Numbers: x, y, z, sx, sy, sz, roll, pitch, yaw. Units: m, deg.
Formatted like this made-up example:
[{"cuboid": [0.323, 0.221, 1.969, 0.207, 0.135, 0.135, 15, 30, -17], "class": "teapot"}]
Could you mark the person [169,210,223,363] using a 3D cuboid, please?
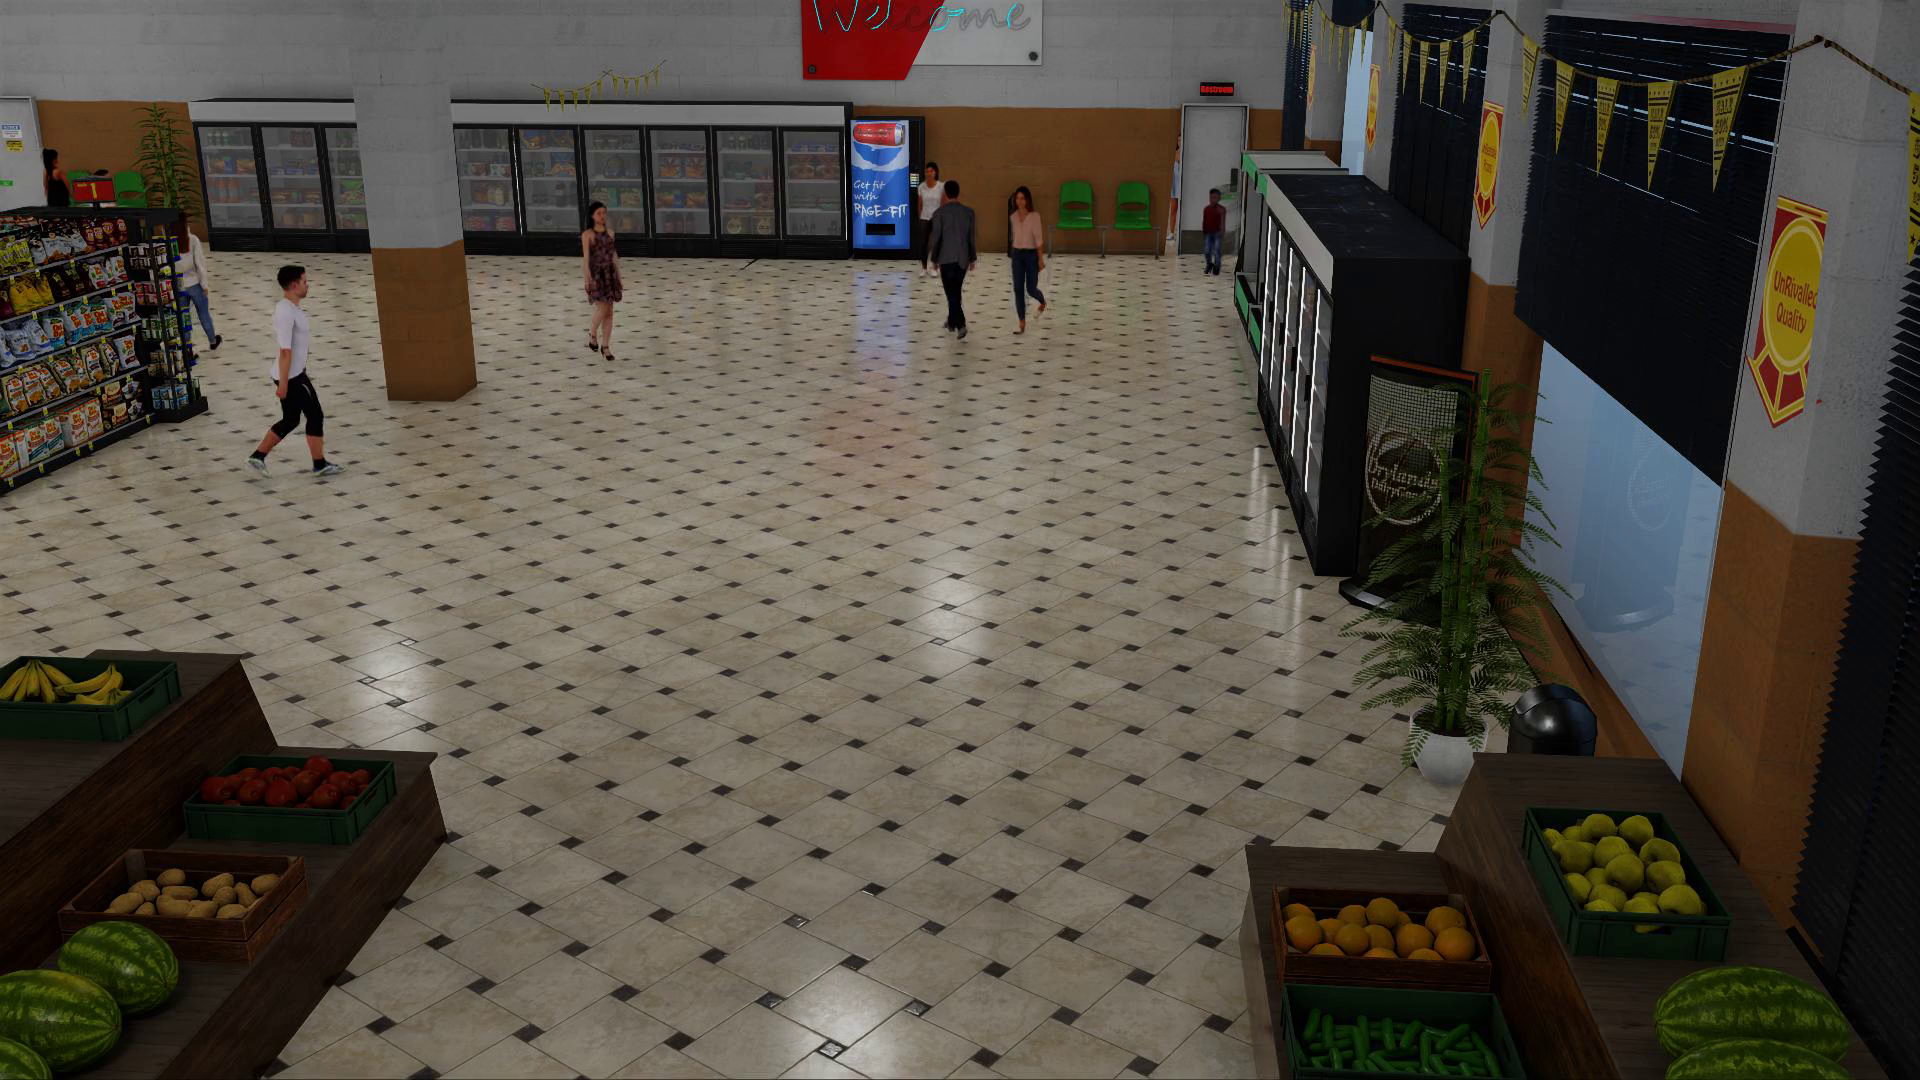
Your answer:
[{"cuboid": [-8.582, -2.771, 18.418, 0.776, 1.656, 1.090, -2, 19, -6], "class": "person"}]

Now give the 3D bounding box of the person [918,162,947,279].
[{"cuboid": [-0.377, -4.575, 23.809, 0.561, 1.629, 0.646, 2, 19, 6], "class": "person"}]

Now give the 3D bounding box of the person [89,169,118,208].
[{"cuboid": [-10.986, -3.817, 21.307, 0.840, 1.792, 0.821, -3, 19, -9], "class": "person"}]

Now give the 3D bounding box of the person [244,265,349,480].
[{"cuboid": [-5.722, -1.369, 14.021, 1.072, 1.809, 1.113, -7, 20, -19], "class": "person"}]

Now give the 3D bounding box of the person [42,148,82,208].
[{"cuboid": [-13.836, -5.143, 25.457, 0.700, 1.653, 0.782, 7, 20, 21], "class": "person"}]

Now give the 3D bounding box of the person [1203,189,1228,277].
[{"cuboid": [3.712, -4.453, 24.060, 0.576, 1.239, 0.622, 8, 20, 23], "class": "person"}]

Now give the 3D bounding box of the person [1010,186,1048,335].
[{"cuboid": [0.835, -3.381, 20.086, 0.873, 1.746, 1.140, 10, 21, 27], "class": "person"}]

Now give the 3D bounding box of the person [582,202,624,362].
[{"cuboid": [-4.040, -2.881, 18.574, 0.862, 1.765, 0.801, 15, 24, 37], "class": "person"}]

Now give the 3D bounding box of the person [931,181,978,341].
[{"cuboid": [-0.051, -3.241, 19.549, 1.071, 1.824, 1.343, -7, 20, -20], "class": "person"}]
